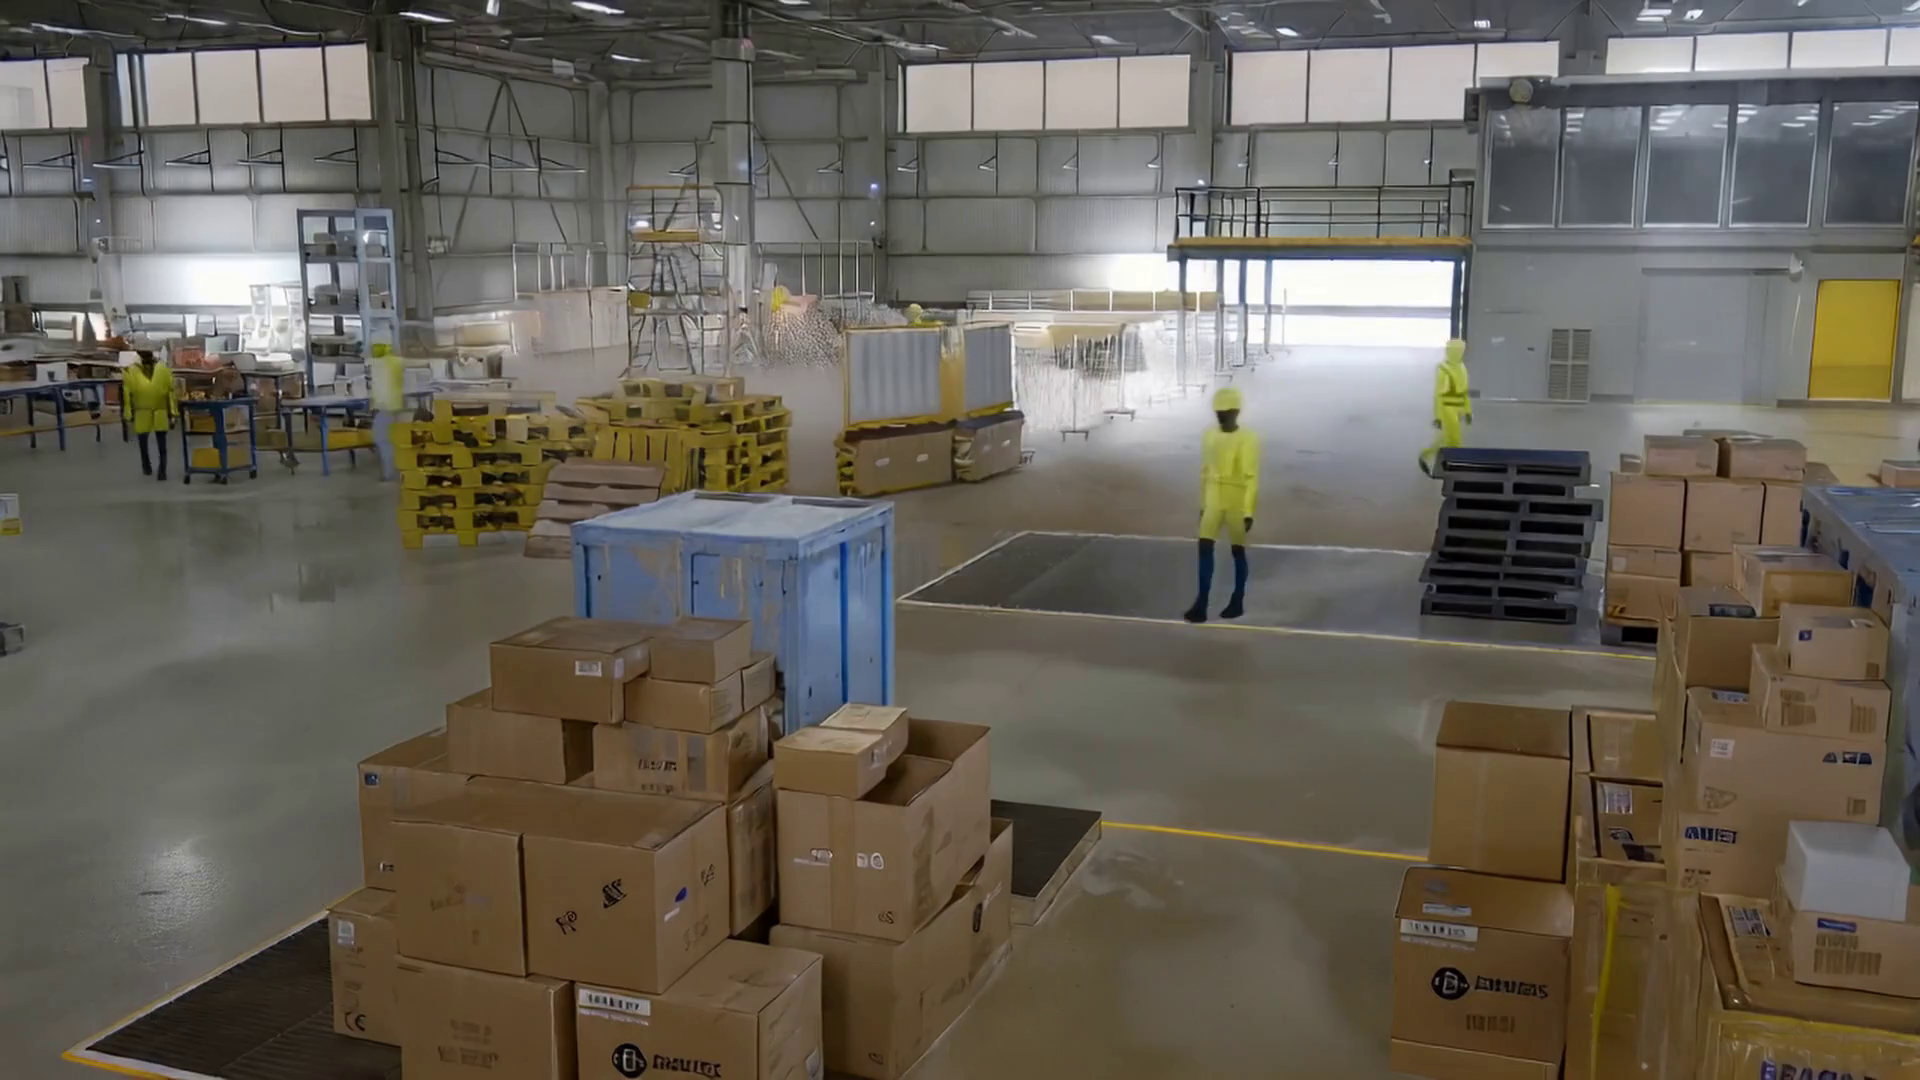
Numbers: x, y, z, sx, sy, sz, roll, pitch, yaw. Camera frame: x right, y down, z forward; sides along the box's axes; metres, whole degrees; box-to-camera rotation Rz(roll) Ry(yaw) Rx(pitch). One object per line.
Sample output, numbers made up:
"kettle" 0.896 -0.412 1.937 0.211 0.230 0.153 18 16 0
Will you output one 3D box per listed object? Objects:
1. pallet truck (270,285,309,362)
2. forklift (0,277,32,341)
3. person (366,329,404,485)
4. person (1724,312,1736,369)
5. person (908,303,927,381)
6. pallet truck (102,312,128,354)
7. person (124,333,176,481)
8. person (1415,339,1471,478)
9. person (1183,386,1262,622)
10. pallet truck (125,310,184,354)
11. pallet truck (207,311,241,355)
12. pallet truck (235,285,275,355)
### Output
"pallet truck" -17.147 -5.700 43.663 0.823 1.965 1.885 3 11 17
"forklift" -27.151 -6.329 46.328 1.157 1.987 2.680 3 11 17
"person" -7.253 -1.688 21.140 0.620 1.980 0.501 9 13 40
"person" 18.257 -4.734 39.248 0.494 1.624 0.280 4 11 20
"person" -0.963 -4.426 37.206 0.489 1.744 0.295 -9 14 -42
"pallet truck" -23.057 -5.777 46.261 0.680 1.201 1.601 3 11 19
"person" -10.413 -1.707 21.398 0.559 1.915 0.458 -5 11 -26
"person" 6.211 -1.652 21.266 0.575 1.859 0.843 -9 13 -41
"person" 2.080 -0.267 13.301 0.579 1.908 0.809 8 13 38
"pallet truck" -22.038 -5.665 45.457 0.704 1.261 1.522 3 11 17
"pallet truck" -19.537 -5.575 44.913 0.653 1.274 1.630 3 11 19
"pallet truck" -18.327 -5.835 44.421 0.823 1.965 1.885 4 11 23
